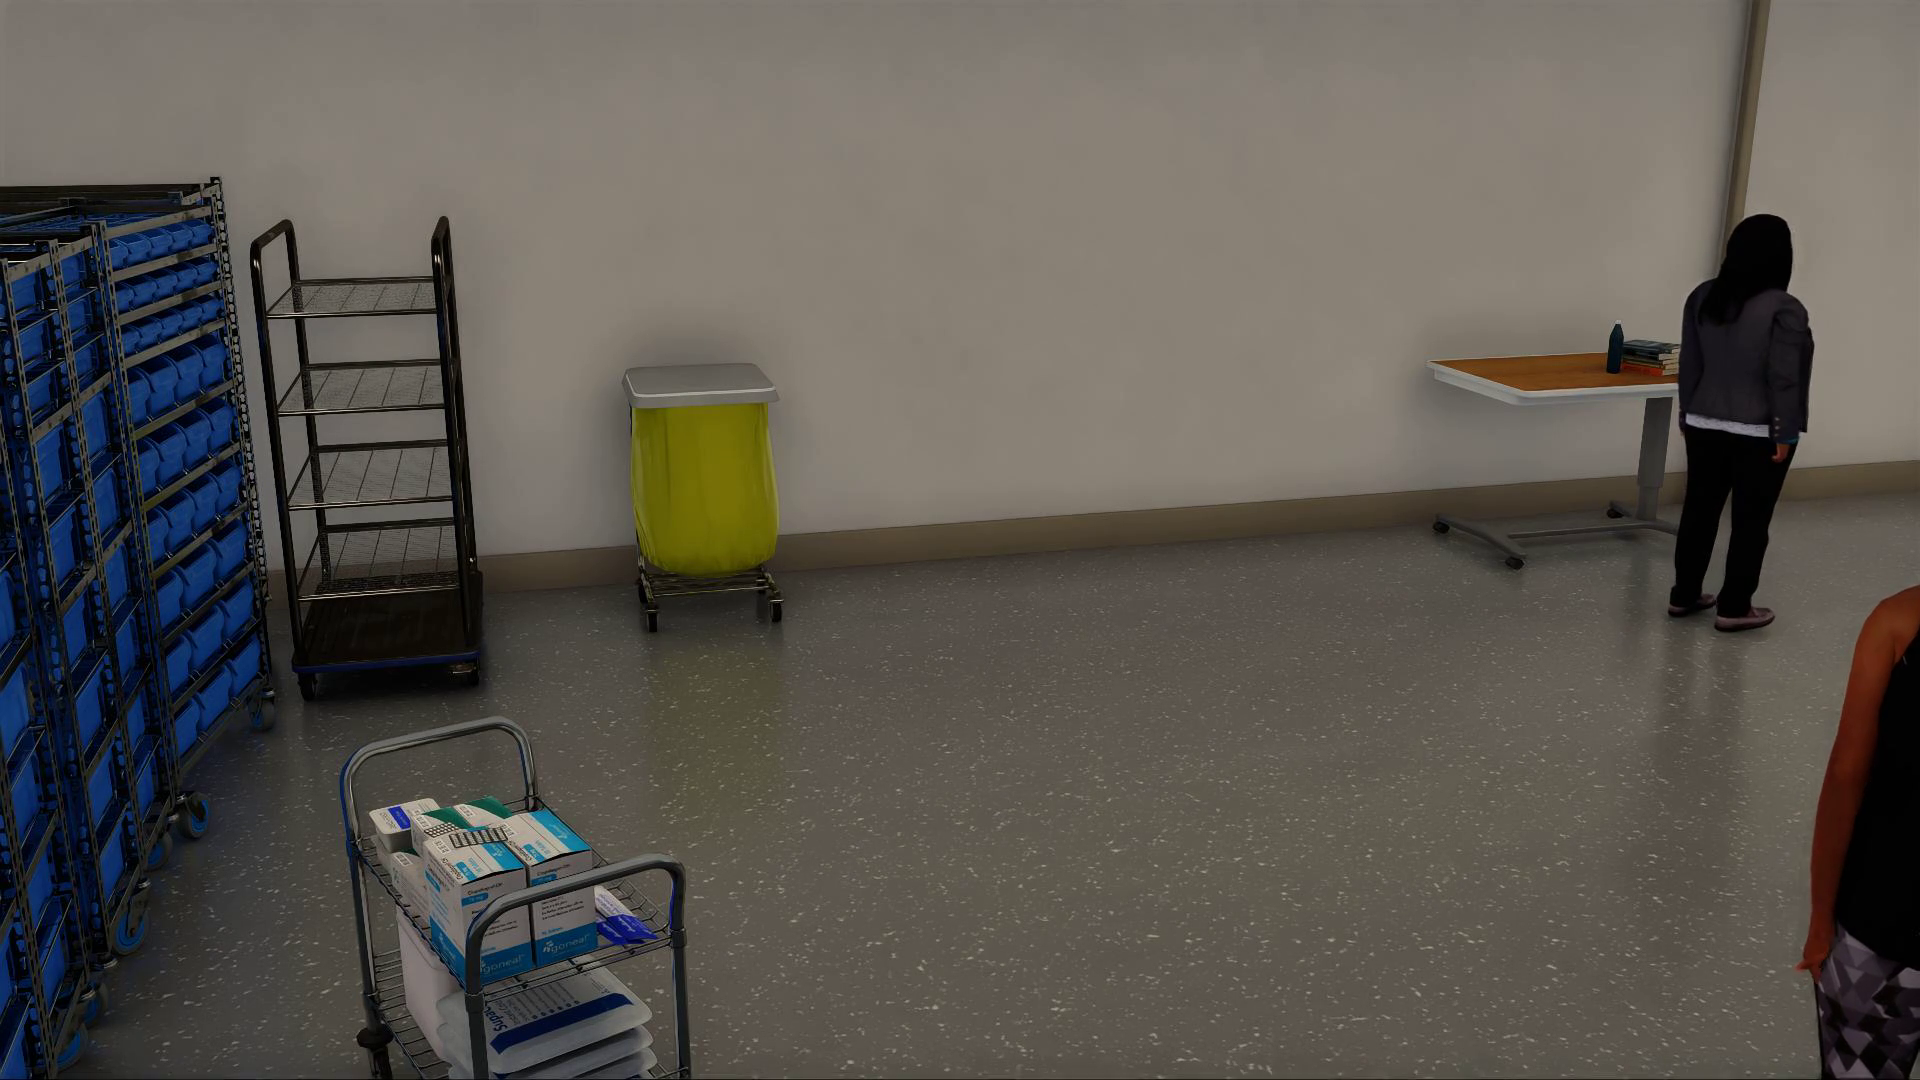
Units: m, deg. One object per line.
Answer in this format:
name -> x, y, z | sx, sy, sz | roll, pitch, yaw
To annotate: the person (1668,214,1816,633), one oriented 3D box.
person -> 3.000, -0.445, 6.409 | 0.732, 1.596, 0.734 | -8, 18, -27
